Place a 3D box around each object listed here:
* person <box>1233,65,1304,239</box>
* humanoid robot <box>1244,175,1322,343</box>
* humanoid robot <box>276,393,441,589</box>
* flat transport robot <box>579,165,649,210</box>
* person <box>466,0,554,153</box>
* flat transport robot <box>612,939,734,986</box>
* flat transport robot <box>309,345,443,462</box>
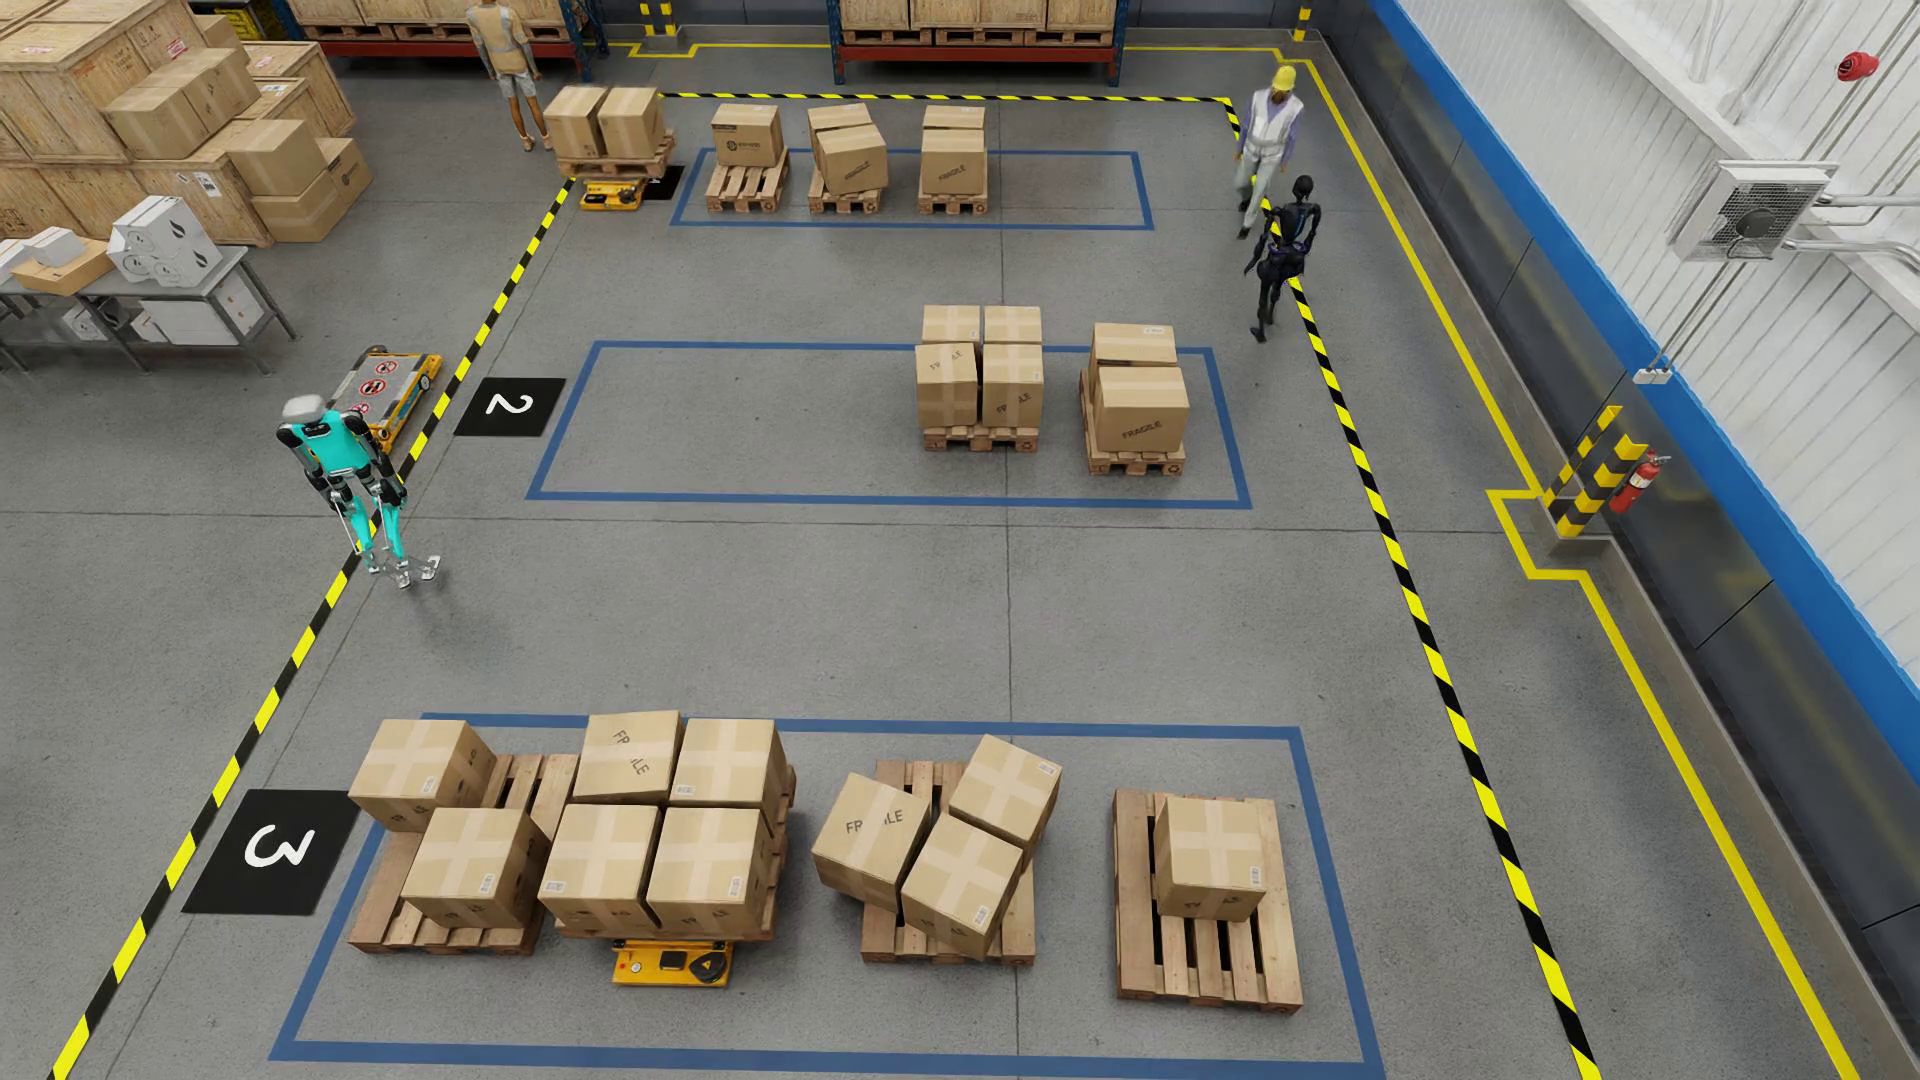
[{"bbox_3d":[3.291,-4.203,9.903,0.610,1.816,0.550,23,54,18],"label":"person"},{"bbox_3d":[3.032,-2.673,8.711,0.589,1.646,0.449,-8,50,-6],"label":"humanoid robot"},{"bbox_3d":[-4.243,-0.207,6.493,0.533,1.677,0.735,-13,51,-11],"label":"humanoid robot"},{"bbox_3d":[-4.106,-4.474,11.134,0.652,0.197,1.431,1,50,1],"label":"flat transport robot"},{"bbox_3d":[-5.417,-5.740,11.071,0.613,2.028,0.399,-2,50,-1],"label":"person"},{"bbox_3d":[-1.659,1.971,5.681,0.652,0.197,1.431,1,50,1],"label":"flat transport robot"},{"bbox_3d":[-5.383,-1.269,8.441,0.659,0.231,1.431,1,50,1],"label":"flat transport robot"}]
